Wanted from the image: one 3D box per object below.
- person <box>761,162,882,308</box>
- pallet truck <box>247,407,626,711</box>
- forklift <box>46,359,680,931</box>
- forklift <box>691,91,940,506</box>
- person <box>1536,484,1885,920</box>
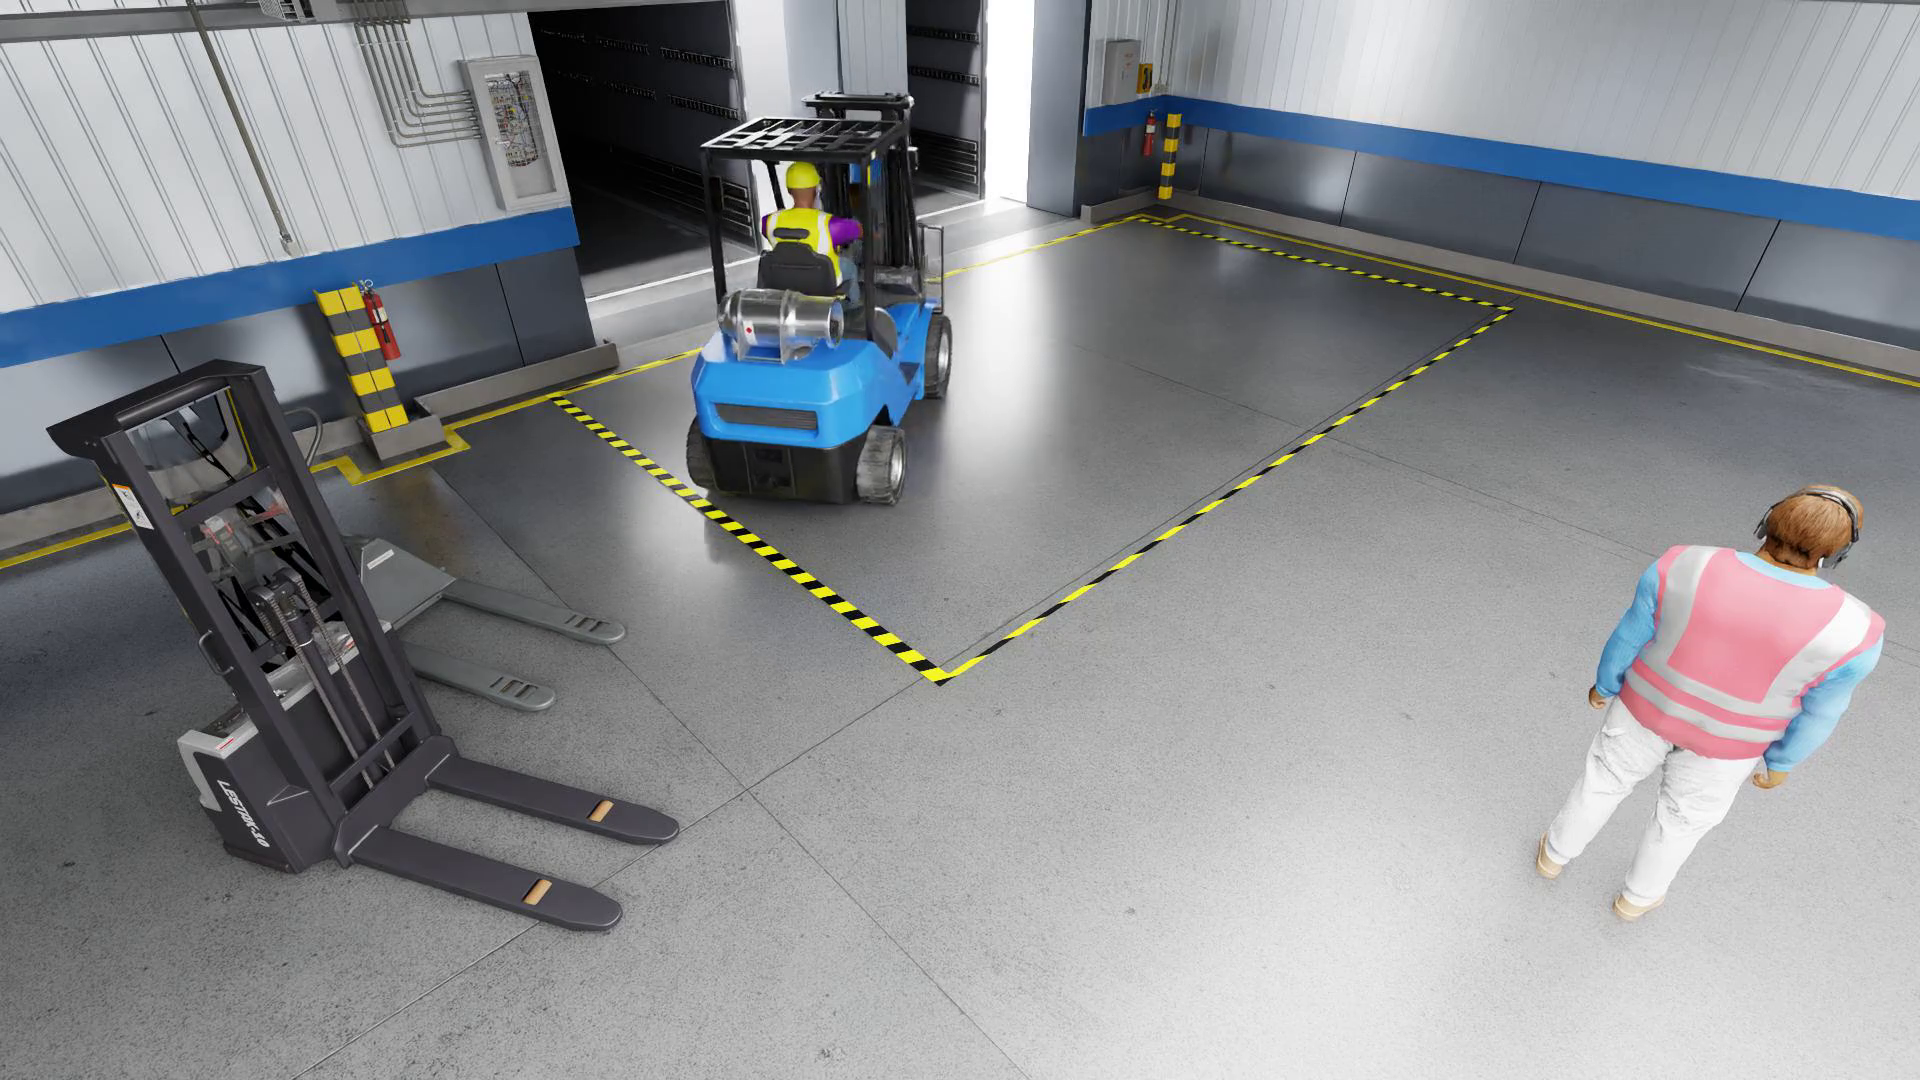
[{"bbox_3d":[-0.889,-1.948,6.190,0.635,1.294,1.004,6,35,9],"label":"person"},{"bbox_3d":[-2.628,0.038,4.590,1.601,1.201,0.680,12,36,18],"label":"pallet truck"},{"bbox_3d":[-2.135,0.422,3.354,1.885,1.965,0.823,10,35,14],"label":"forklift"},{"bbox_3d":[-0.907,-1.761,6.248,1.157,2.036,2.680,6,35,9],"label":"forklift"},{"bbox_3d":[2.560,0.622,3.208,0.429,1.829,0.632,-29,44,-35],"label":"person"}]
